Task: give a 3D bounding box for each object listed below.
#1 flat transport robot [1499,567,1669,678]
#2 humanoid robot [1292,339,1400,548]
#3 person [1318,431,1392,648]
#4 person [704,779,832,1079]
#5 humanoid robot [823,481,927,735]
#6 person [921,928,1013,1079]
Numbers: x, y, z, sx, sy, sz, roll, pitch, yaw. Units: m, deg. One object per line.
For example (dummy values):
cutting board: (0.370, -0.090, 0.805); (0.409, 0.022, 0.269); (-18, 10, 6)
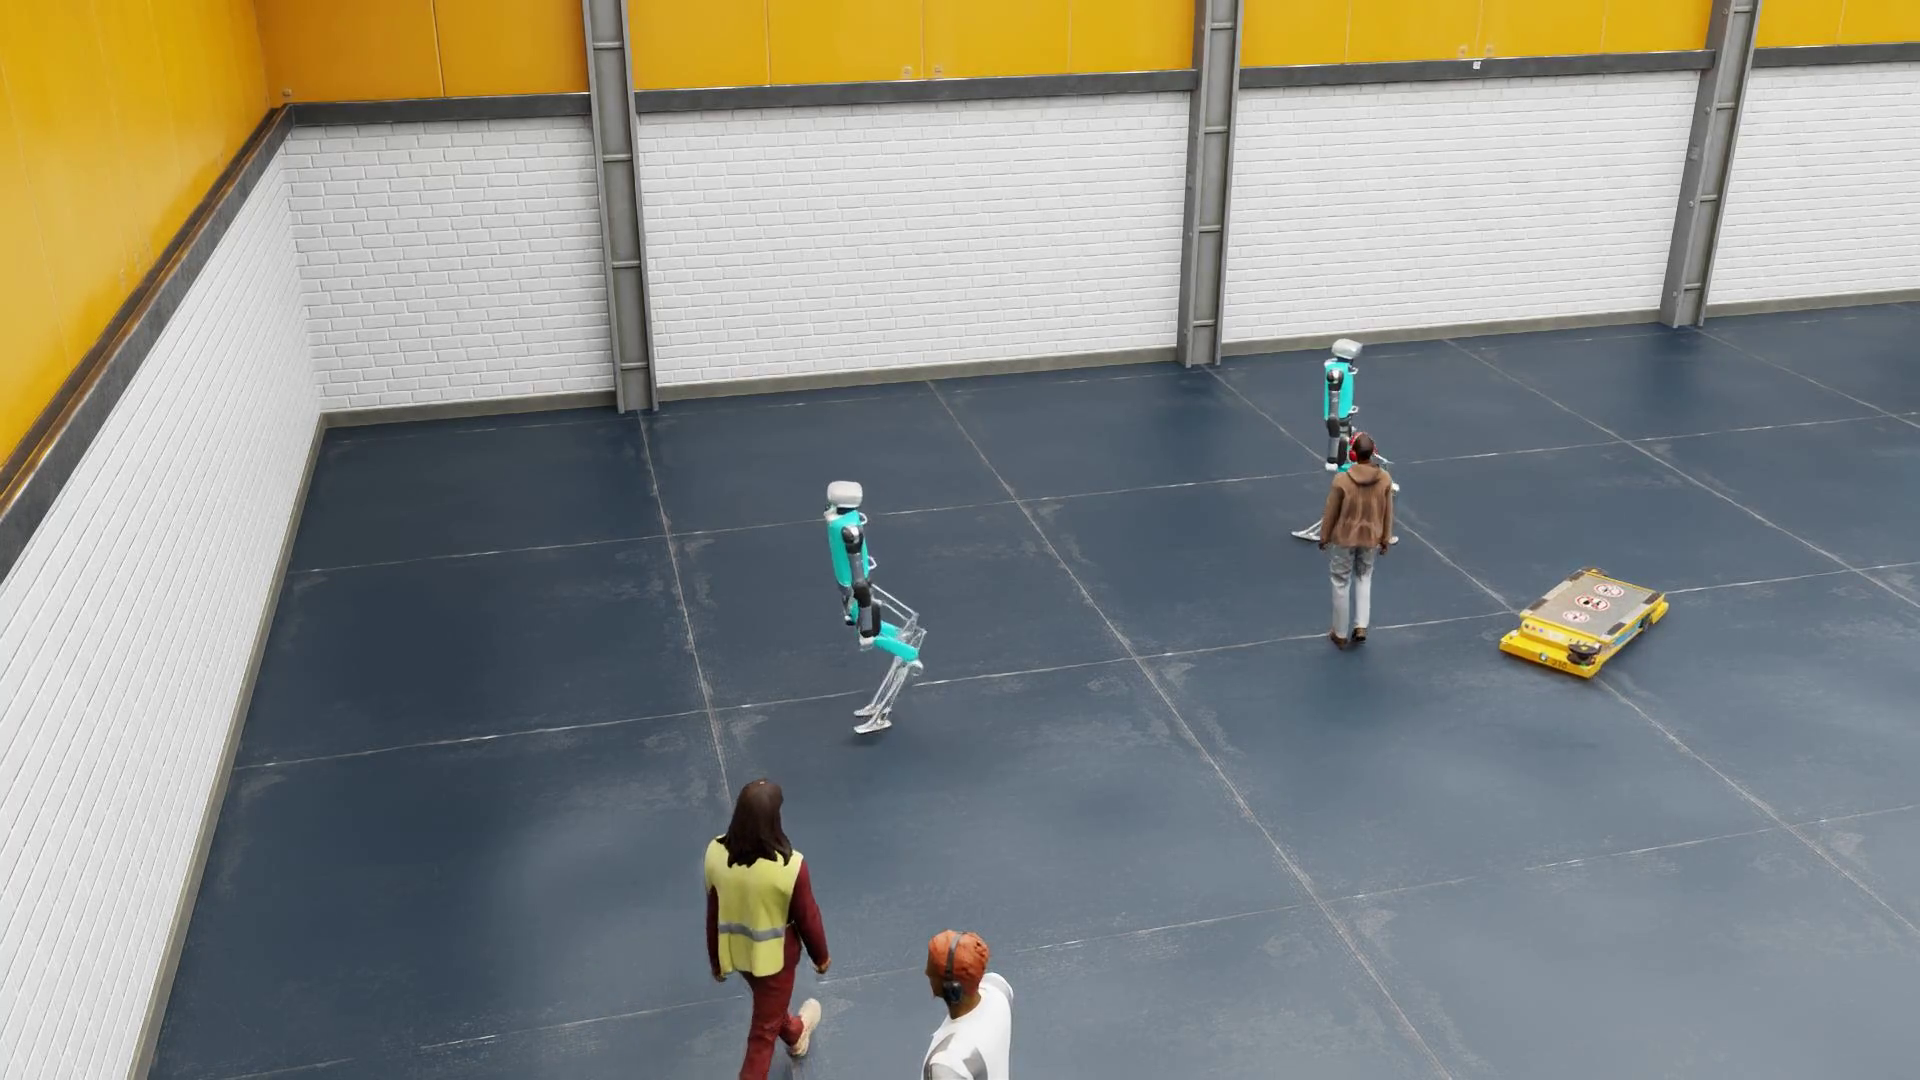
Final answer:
flat transport robot: (4.540, 0.580, 12.042); (0.659, 0.231, 1.431); (20, 31, 38)
humanoid robot: (3.218, -0.699, 13.188); (1.039, 1.773, 0.547); (9, 25, 19)
person: (2.760, 0.005, 11.638); (0.489, 1.630, 0.414); (-1, 24, -2)
person: (-0.830, 1.812, 7.439); (0.496, 1.716, 0.936); (10, 26, 21)
humanoid robot: (-0.474, 0.410, 10.477); (0.735, 1.693, 0.530); (-7, 25, -16)
person: (0.008, 2.256, 6.234); (0.345, 1.883, 0.583); (8, 25, 17)
